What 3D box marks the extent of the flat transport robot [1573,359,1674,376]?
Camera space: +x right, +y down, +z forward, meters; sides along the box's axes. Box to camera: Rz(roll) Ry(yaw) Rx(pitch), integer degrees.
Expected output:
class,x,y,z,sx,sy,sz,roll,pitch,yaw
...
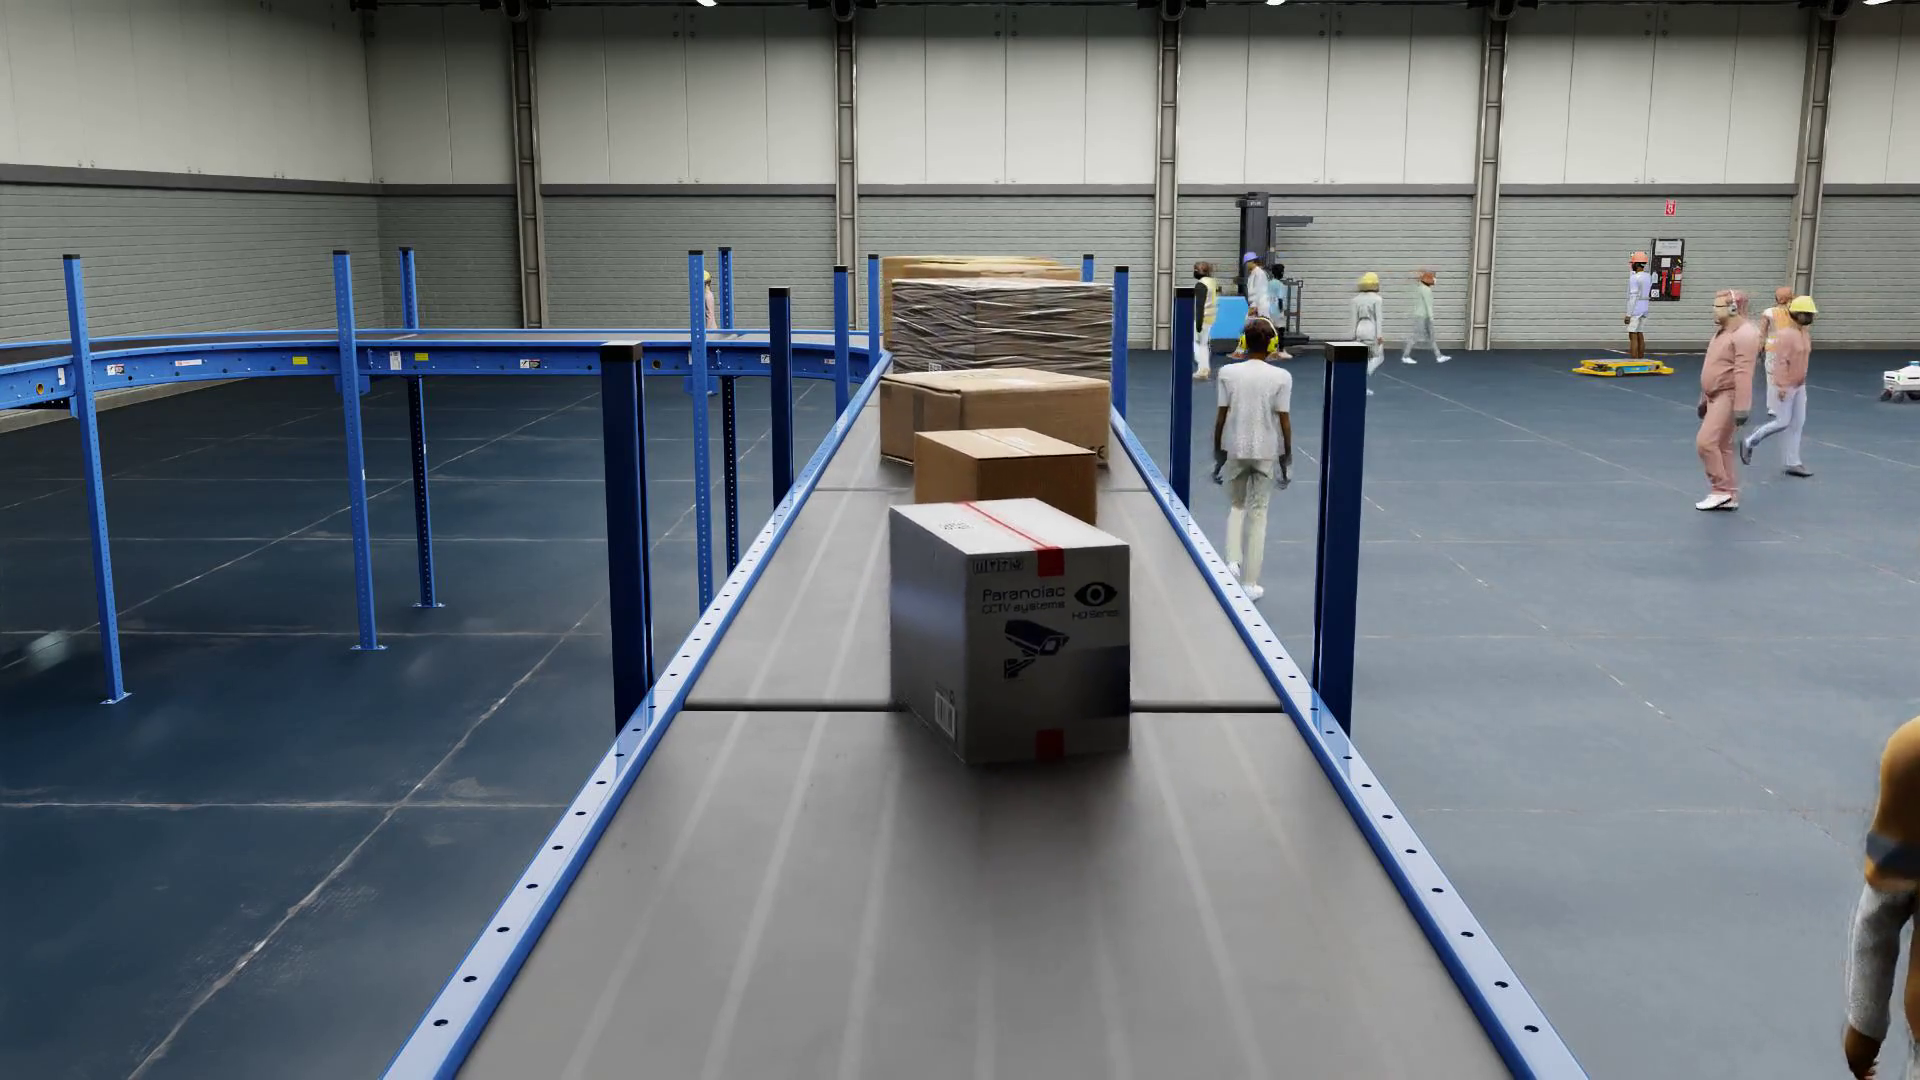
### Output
class,x,y,z,sx,sy,sz,roll,pitch,yaw
flat transport robot,10.633,-2.777,26.667,1.431,0.197,0.652,-4,12,-19

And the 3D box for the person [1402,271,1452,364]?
class,x,y,z,sx,sy,sz,roll,pitch,yaw
person,8.015,-3.818,28.521,0.866,1.584,0.527,2,11,12

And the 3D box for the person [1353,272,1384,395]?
class,x,y,z,sx,sy,sz,roll,pitch,yaw
person,5.742,-2.897,23.386,0.380,1.731,0.503,-8,13,-35

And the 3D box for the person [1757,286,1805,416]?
class,x,y,z,sx,sy,sz,roll,pitch,yaw
person,10.342,-2.378,20.977,0.546,1.625,0.357,5,12,26

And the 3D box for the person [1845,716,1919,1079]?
class,x,y,z,sx,sy,sz,roll,pitch,yaw
person,2.056,0.964,3.144,0.561,1.896,0.889,1,11,7

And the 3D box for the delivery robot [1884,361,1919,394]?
class,x,y,z,sx,sy,sz,roll,pitch,yaw
delivery robot,13.017,-2.196,22.711,0.707,0.478,0.477,-1,11,-8

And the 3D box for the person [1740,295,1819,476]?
class,x,y,z,sx,sy,sz,roll,pitch,yaw
person,8.062,-1.517,16.255,0.535,1.749,0.622,-8,13,-34

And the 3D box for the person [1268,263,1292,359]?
class,x,y,z,sx,sy,sz,roll,pitch,yaw
person,5.596,-4.057,29.493,0.608,1.684,0.546,-2,11,-9

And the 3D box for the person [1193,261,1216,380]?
class,x,y,z,sx,sy,sz,roll,pitch,yaw
person,3.714,-3.386,25.675,0.458,1.823,0.649,5,12,22

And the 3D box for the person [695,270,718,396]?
class,x,y,z,sx,sy,sz,roll,pitch,yaw
person,-3.591,-2.925,23.489,0.327,1.760,0.524,-2,11,-11

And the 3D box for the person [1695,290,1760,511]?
class,x,y,z,sx,sy,sz,roll,pitch,yaw
person,6.455,-1.179,14.179,0.526,1.886,0.671,1,11,7

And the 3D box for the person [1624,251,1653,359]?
class,x,y,z,sx,sy,sz,roll,pitch,yaw
person,10.997,-3.714,27.079,0.546,1.938,0.361,-10,15,-41

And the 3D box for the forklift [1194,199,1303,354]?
class,x,y,z,sx,sy,sz,roll,pitch,yaw
forklift,5.313,-4.851,30.603,1.873,2.768,1.129,0,11,1

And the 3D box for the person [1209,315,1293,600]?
class,x,y,z,sx,sy,sz,roll,pitch,yaw
person,1.928,-0.537,10.943,0.550,1.861,0.426,5,12,24

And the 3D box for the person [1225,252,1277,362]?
class,x,y,z,sx,sy,sz,roll,pitch,yaw
person,5.078,-4.038,28.883,0.954,1.872,0.576,-2,11,-12
